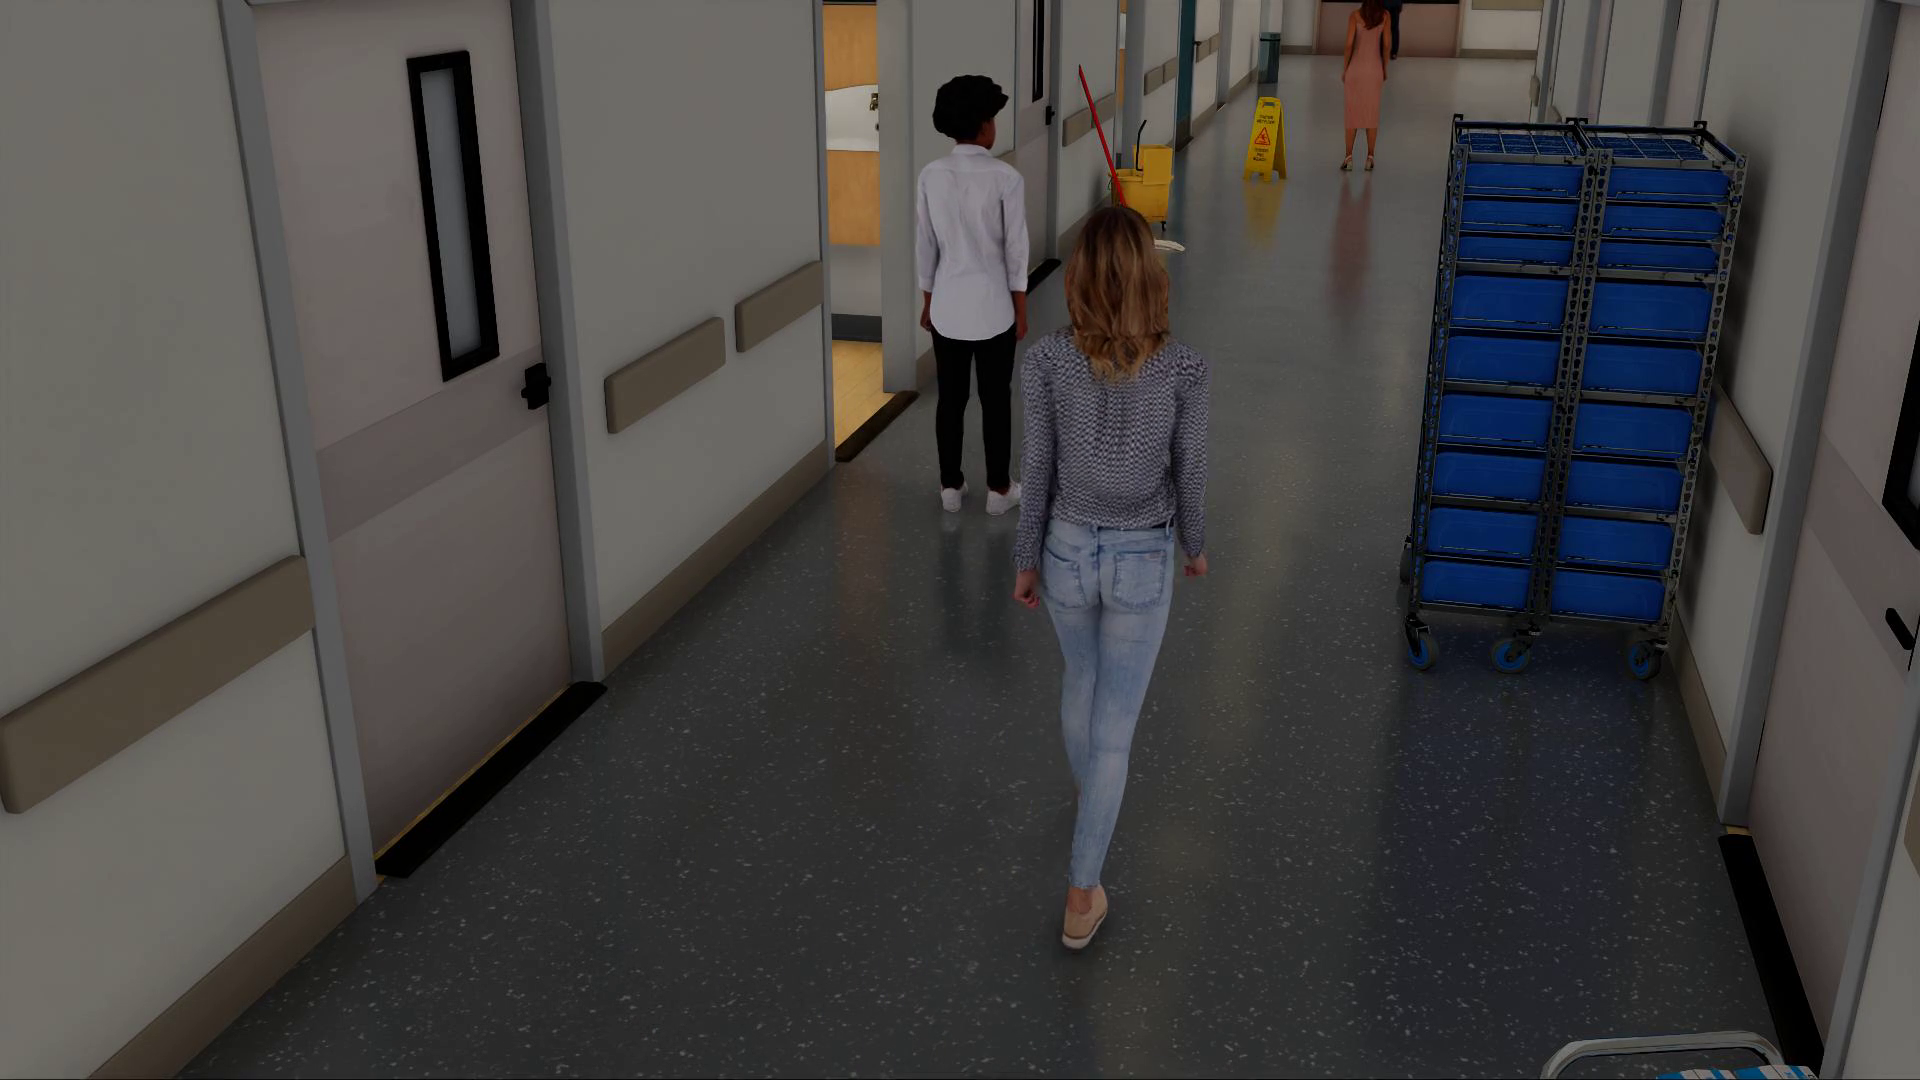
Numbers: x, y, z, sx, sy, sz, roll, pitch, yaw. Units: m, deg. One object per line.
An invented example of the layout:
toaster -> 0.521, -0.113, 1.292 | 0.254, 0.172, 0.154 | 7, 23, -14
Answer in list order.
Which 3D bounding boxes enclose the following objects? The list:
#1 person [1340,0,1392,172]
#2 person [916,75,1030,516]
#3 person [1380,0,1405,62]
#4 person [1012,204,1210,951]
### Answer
person -> 3.955, -4.556, 16.259 | 0.640, 1.832, 0.579 | 1, 21, 2
person -> 0.053, -0.998, 6.898 | 0.630, 1.807, 0.565 | 7, 22, 17
person -> 7.313, -9.113, 28.303 | 0.777, 1.823, 0.758 | -4, 21, -10
person -> 0.334, 0.135, 3.974 | 0.606, 1.761, 1.025 | 7, 22, 17
